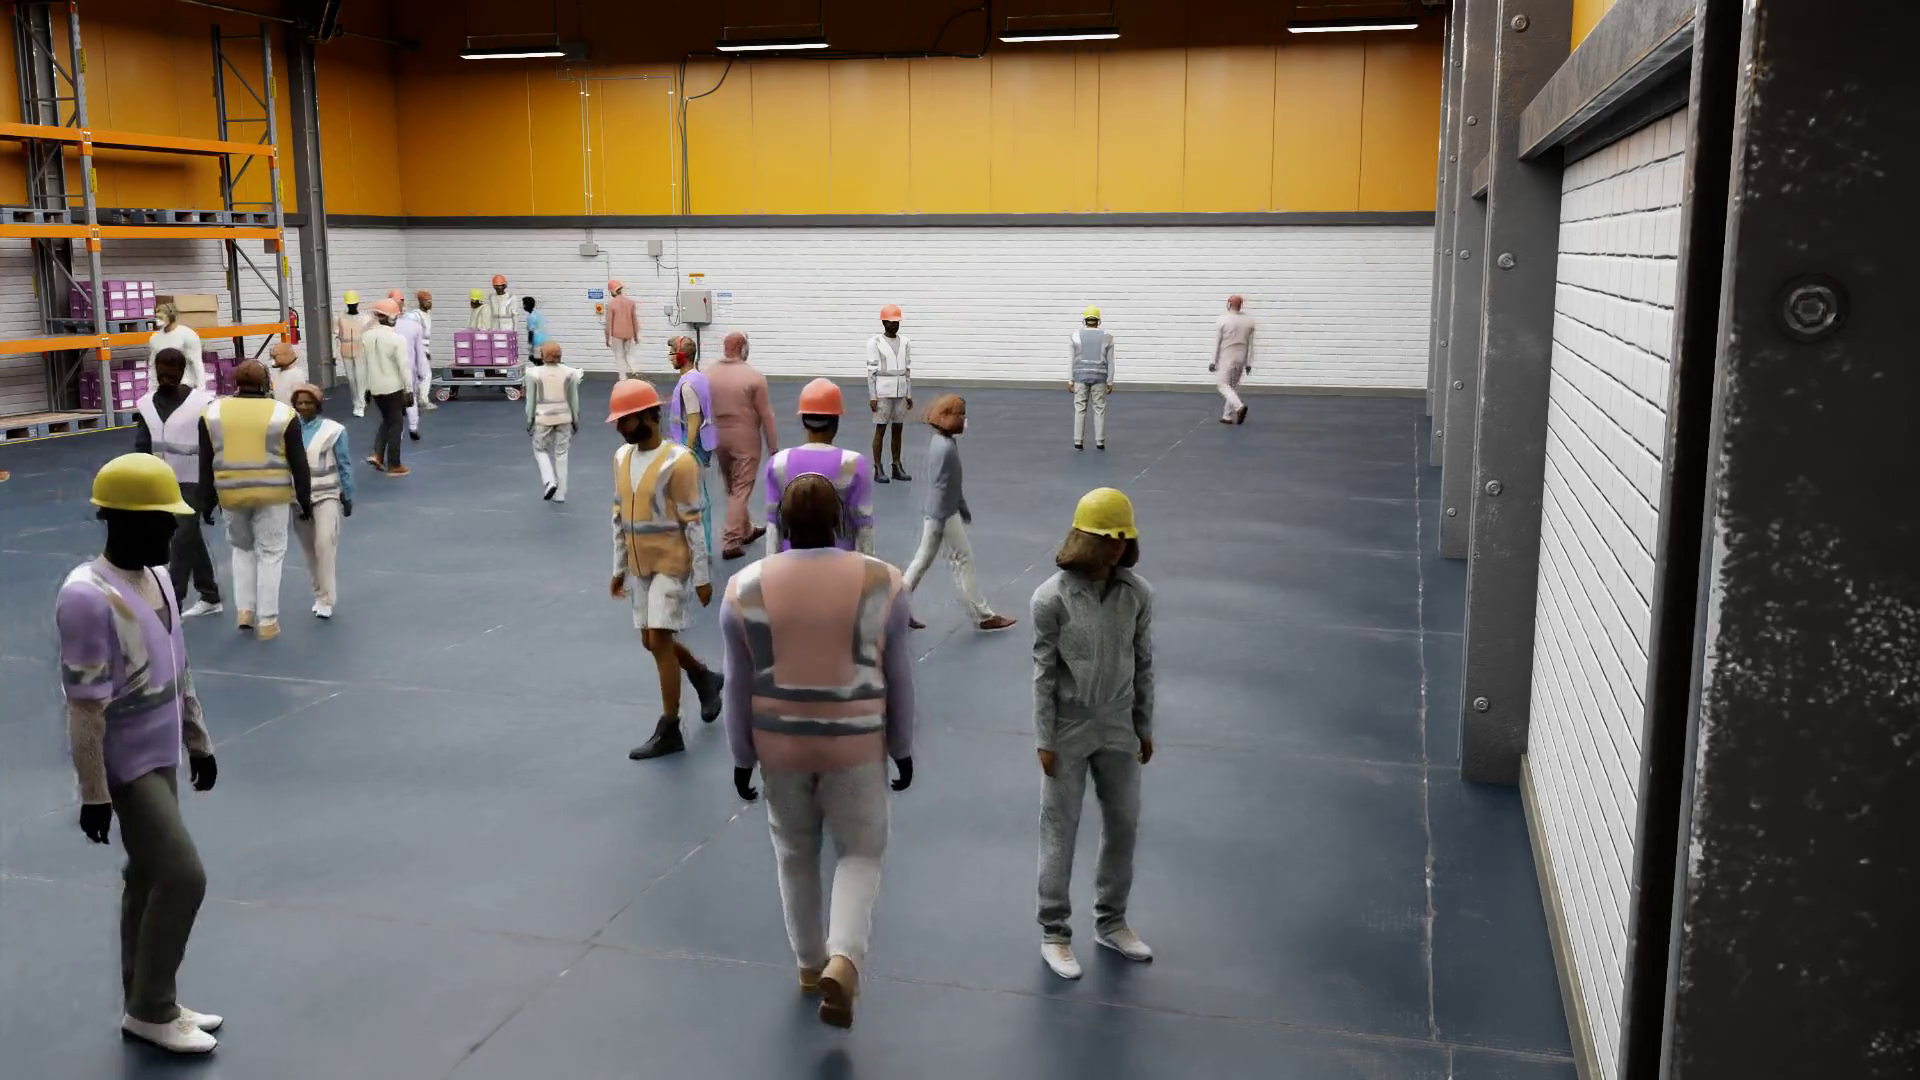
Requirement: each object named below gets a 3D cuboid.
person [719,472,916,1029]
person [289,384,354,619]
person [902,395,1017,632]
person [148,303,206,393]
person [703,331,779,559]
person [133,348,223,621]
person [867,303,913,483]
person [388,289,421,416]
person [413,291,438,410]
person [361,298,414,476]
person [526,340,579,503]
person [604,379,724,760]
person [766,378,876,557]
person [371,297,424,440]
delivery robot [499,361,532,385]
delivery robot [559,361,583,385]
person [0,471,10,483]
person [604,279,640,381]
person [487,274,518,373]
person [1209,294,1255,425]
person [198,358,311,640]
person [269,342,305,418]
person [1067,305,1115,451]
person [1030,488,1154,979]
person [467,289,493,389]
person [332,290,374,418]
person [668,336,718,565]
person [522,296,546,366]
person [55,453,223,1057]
[{"bbox_3d":[-0.464,0.688,5.460,0.637,1.826,0.698,0,10,1],"label":"person"},{"bbox_3d":[-4.470,-0.249,11.383,0.526,1.605,0.782,0,10,-2],"label":"person"},{"bbox_3d":[-0.082,-0.170,10.984,0.854,1.587,0.514,-1,10,-4],"label":"person"},{"bbox_3d":[-8.835,-1.685,18.651,0.664,1.922,0.583,3,11,19],"label":"person"},{"bbox_3d":[-1.805,-0.807,13.878,0.667,1.846,0.962,5,11,27],"label":"person"},{"bbox_3d":[-5.314,-0.347,11.189,0.644,1.867,0.856,3,11,18],"label":"person"},{"bbox_3d":[-0.743,-1.589,18.039,0.548,1.938,0.358,-7,12,-36],"label":"person"},{"bbox_3d":[-8.356,-2.787,24.889,0.558,1.911,0.512,-6,11,-29],"label":"person"},{"bbox_3d":[-8.393,-2.948,25.989,0.557,1.858,0.579,0,10,0],"label":"person"},{"bbox_3d":[-6.332,-1.689,18.481,0.651,1.976,0.437,5,11,26],"label":"person"},{"bbox_3d":[-4.055,-1.175,16.565,0.541,1.624,0.371,-5,11,-24],"label":"person"},{"bbox_3d":[-1.471,0.113,8.537,0.562,1.906,0.780,8,13,40],"label":"person"},{"bbox_3d":[-0.708,0.163,8.230,0.551,1.914,0.842,2,10,12],"label":"person"},{"bbox_3d":[-7.326,-2.200,21.653,0.664,1.891,0.469,-5,11,-26],"label":"person"},{"bbox_3d":[-7.653,-2.882,28.999,0.707,0.478,0.477,0,10,1],"label":"delivery robot"},{"bbox_3d":[-6.914,-2.874,28.963,0.707,0.478,0.477,-2,10,-13],"label":"delivery robot"},{"bbox_3d":[-10.489,-1.428,17.373,0.647,1.873,1.118,1,10,5],"label":"person"},{"bbox_3d":[-6.005,-3.645,29.574,0.631,1.973,0.492,-9,13,-42],"label":"person"},{"bbox_3d":[-8.570,-3.945,31.133,0.608,2.032,0.409,2,10,9],"label":"person"},{"bbox_3d":[3.910,-2.565,23.714,0.639,1.886,0.775,-5,11,-26],"label":"person"},{"bbox_3d":[-4.582,-0.268,10.874,0.659,1.825,0.517,-2,10,-10],"label":"person"},{"bbox_3d":[-6.617,-1.165,16.542,0.517,1.612,0.453,7,12,33],"label":"person"},{"bbox_3d":[1.634,-2.012,20.777,0.586,1.824,0.404,0,10,3],"label":"person"},{"bbox_3d":[0.474,0.674,5.823,0.486,1.734,0.331,-5,11,-25],"label":"person"},{"bbox_3d":[-8.564,-3.578,29.664,0.455,1.806,0.608,-10,14,-43],"label":"person"},{"bbox_3d":[-9.146,-2.813,25.112,0.609,1.896,0.843,-2,10,-9],"label":"person"},{"bbox_3d":[-2.134,-0.713,13.346,0.377,1.841,0.567,-1,10,-4],"label":"person"},{"bbox_3d":[-7.615,-3.552,29.874,0.412,1.669,0.545,-3,10,-14],"label":"person"},{"bbox_3d":[-2.515,0.679,5.246,0.501,1.912,0.623,-1,10,-6],"label":"person"}]
